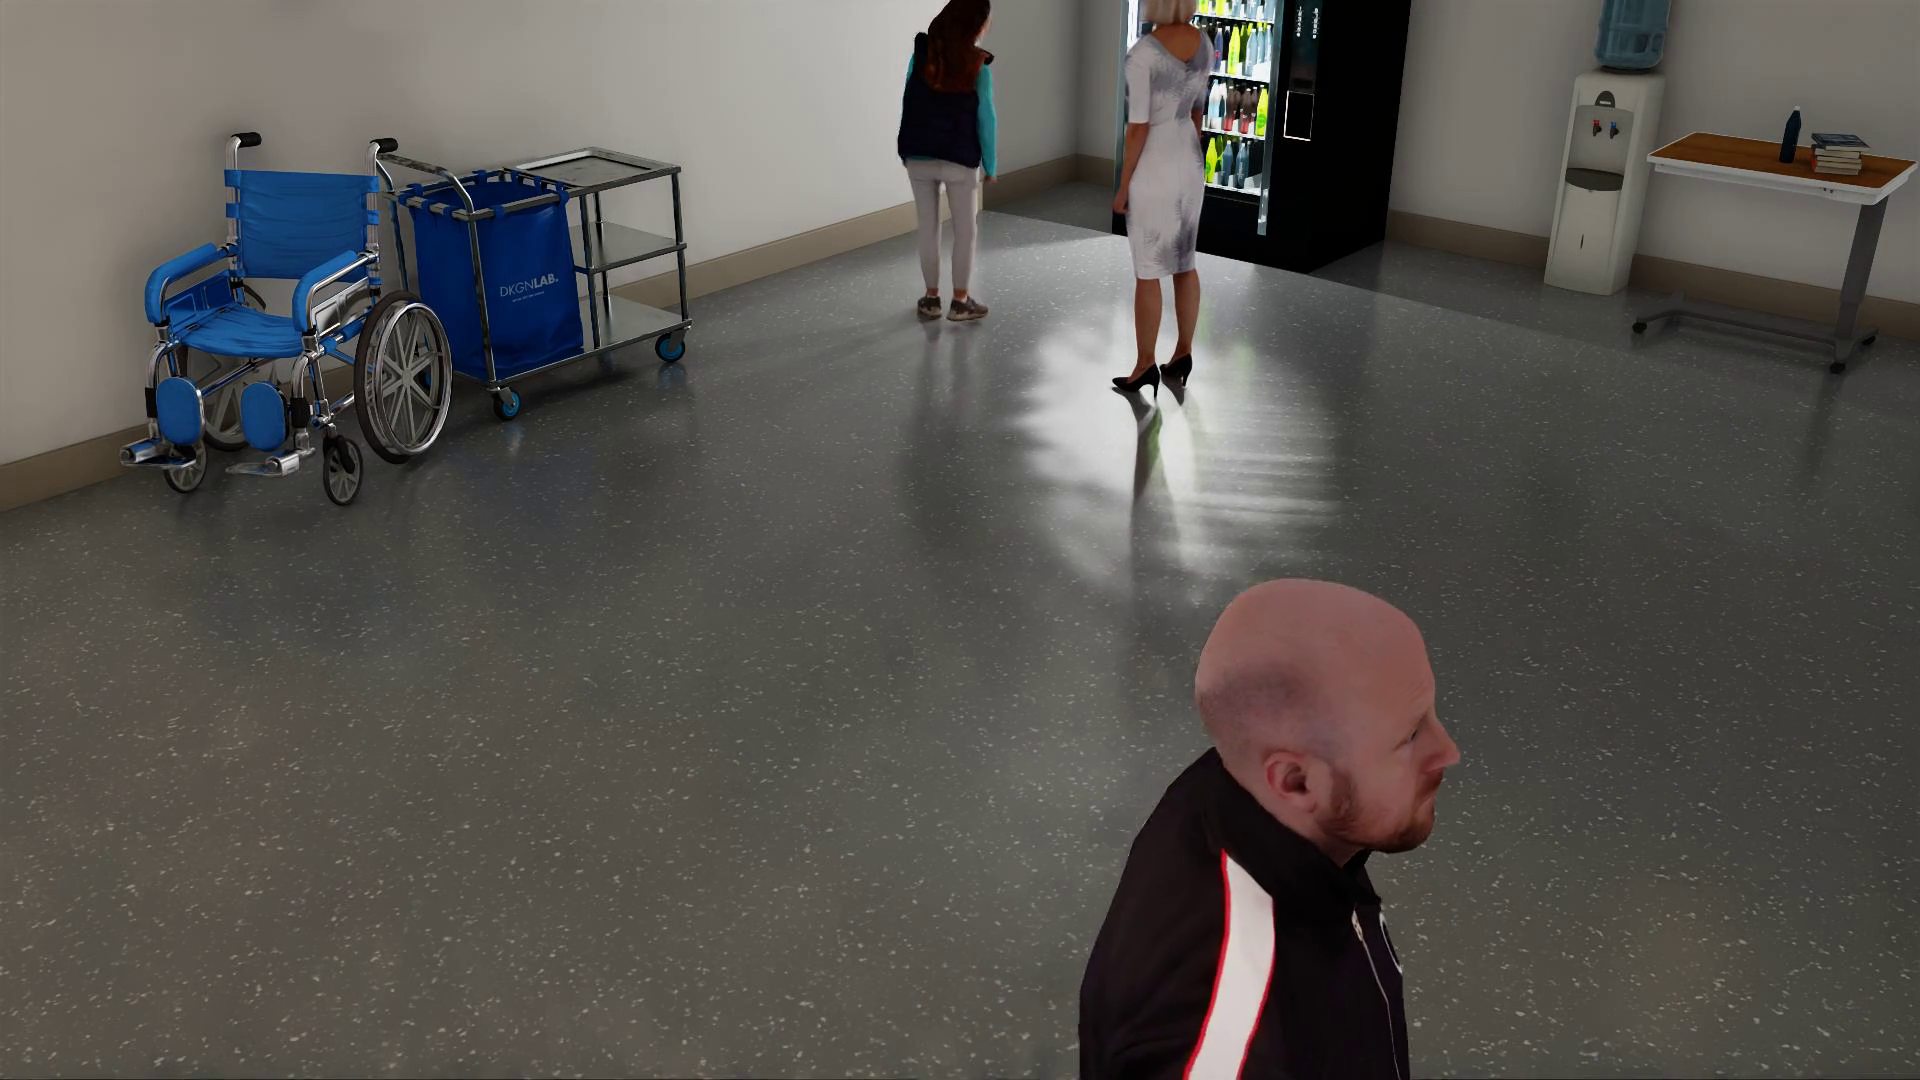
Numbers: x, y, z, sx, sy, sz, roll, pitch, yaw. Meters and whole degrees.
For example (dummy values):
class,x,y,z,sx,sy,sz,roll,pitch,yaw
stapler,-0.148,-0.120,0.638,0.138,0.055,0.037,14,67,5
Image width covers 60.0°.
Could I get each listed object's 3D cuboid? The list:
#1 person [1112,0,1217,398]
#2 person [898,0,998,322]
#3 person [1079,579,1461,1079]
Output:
class,x,y,z,sx,sy,sz,roll,pitch,yaw
person,0.820,-1.437,6.623,0.613,1.749,0.584,-17,31,-32
person,-0.097,-1.731,7.557,0.649,1.469,0.756,0,26,1
person,0.165,0.860,1.814,1.254,1.791,0.975,7,27,15
